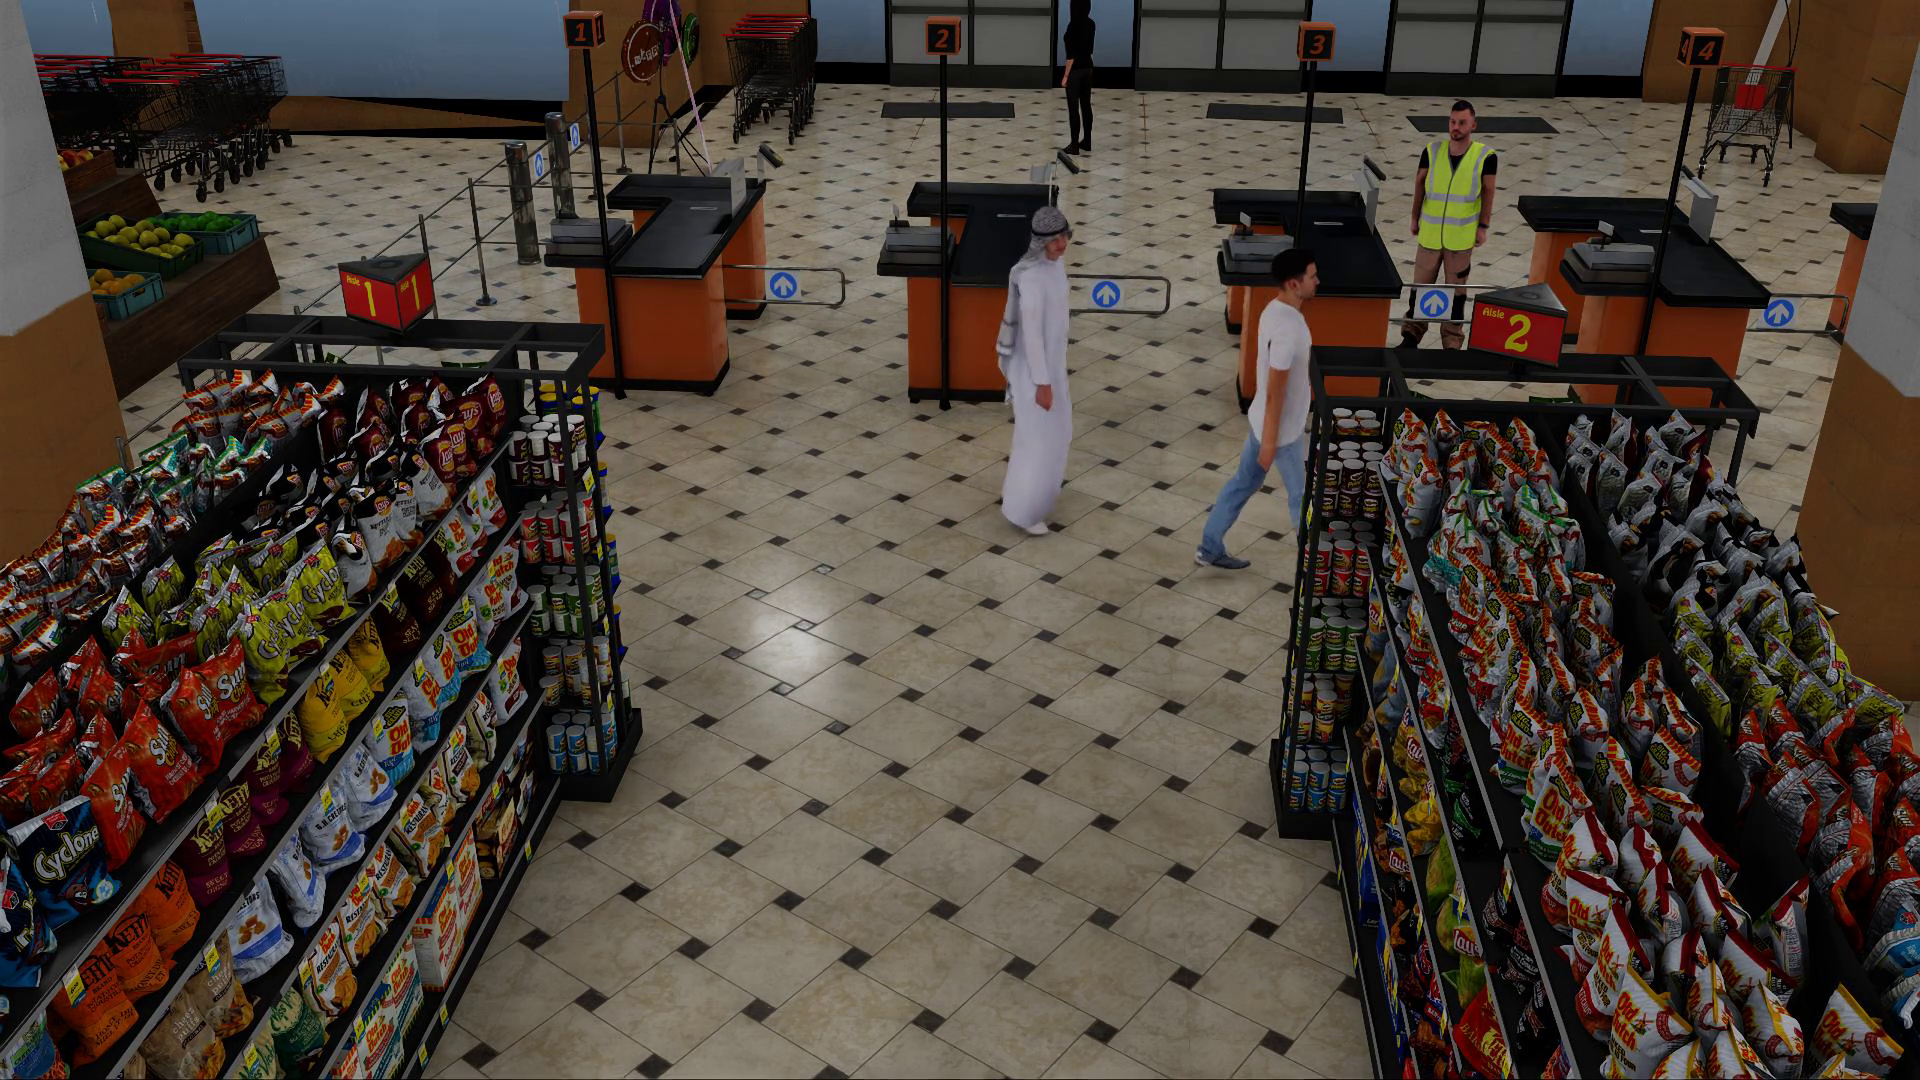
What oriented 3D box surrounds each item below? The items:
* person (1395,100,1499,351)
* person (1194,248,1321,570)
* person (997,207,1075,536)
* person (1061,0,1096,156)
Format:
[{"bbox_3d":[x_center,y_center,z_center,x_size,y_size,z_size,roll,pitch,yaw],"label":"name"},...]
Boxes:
[{"bbox_3d":[3.439,-2.173,11.720,0.801,1.845,0.815,11,29,21],"label":"person"},{"bbox_3d":[1.562,-0.595,8.642,0.802,1.815,1.105,0,27,0],"label":"person"},{"bbox_3d":[0.398,-0.966,9.282,0.961,1.896,0.639,0,27,0],"label":"person"},{"bbox_3d":[1.236,-4.837,17.197,0.713,1.641,0.631,24,35,38],"label":"person"}]
